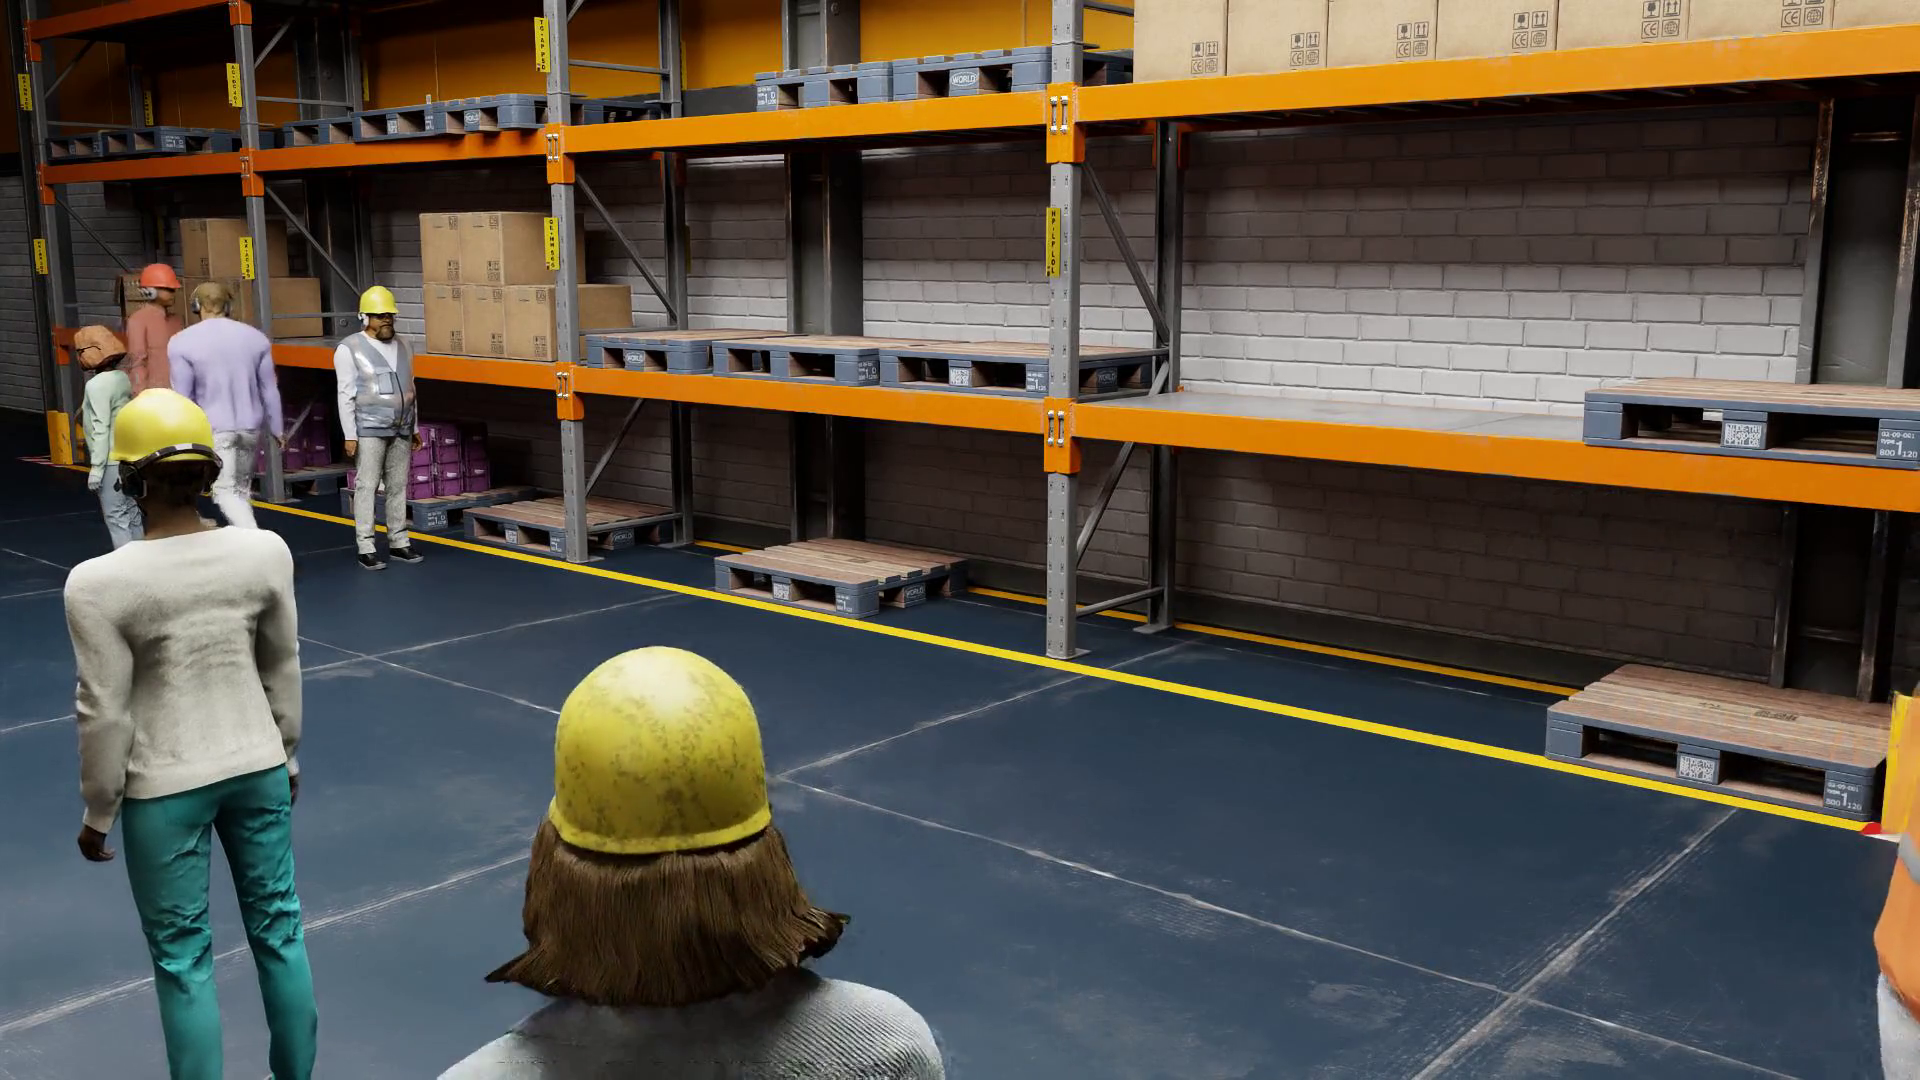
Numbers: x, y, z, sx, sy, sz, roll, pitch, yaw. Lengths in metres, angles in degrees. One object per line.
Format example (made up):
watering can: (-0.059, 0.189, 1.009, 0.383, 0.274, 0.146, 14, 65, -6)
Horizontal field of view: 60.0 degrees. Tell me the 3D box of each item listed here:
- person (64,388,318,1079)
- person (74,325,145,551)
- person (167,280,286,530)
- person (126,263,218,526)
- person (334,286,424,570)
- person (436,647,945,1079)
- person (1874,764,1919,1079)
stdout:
person: (-1.732, 0.543, 3.770, 0.319, 1.769, 0.523, 7, 12, 37)
person: (-4.949, -0.431, 9.695, 0.289, 1.633, 0.497, -2, 10, -10)
person: (-4.486, -0.659, 10.298, 0.902, 1.887, 0.689, 9, 13, 40)
person: (-5.938, -1.059, 12.310, 0.754, 1.971, 0.626, 1, 10, 7)
person: (-3.751, -0.730, 10.828, 0.404, 1.829, 0.600, 6, 12, 32)
person: (-0.232, 0.955, 1.517, 0.499, 1.725, 0.569, -3, 11, -19)
person: (1.819, 0.762, 2.766, 0.598, 1.682, 0.542, 3, 10, 16)
